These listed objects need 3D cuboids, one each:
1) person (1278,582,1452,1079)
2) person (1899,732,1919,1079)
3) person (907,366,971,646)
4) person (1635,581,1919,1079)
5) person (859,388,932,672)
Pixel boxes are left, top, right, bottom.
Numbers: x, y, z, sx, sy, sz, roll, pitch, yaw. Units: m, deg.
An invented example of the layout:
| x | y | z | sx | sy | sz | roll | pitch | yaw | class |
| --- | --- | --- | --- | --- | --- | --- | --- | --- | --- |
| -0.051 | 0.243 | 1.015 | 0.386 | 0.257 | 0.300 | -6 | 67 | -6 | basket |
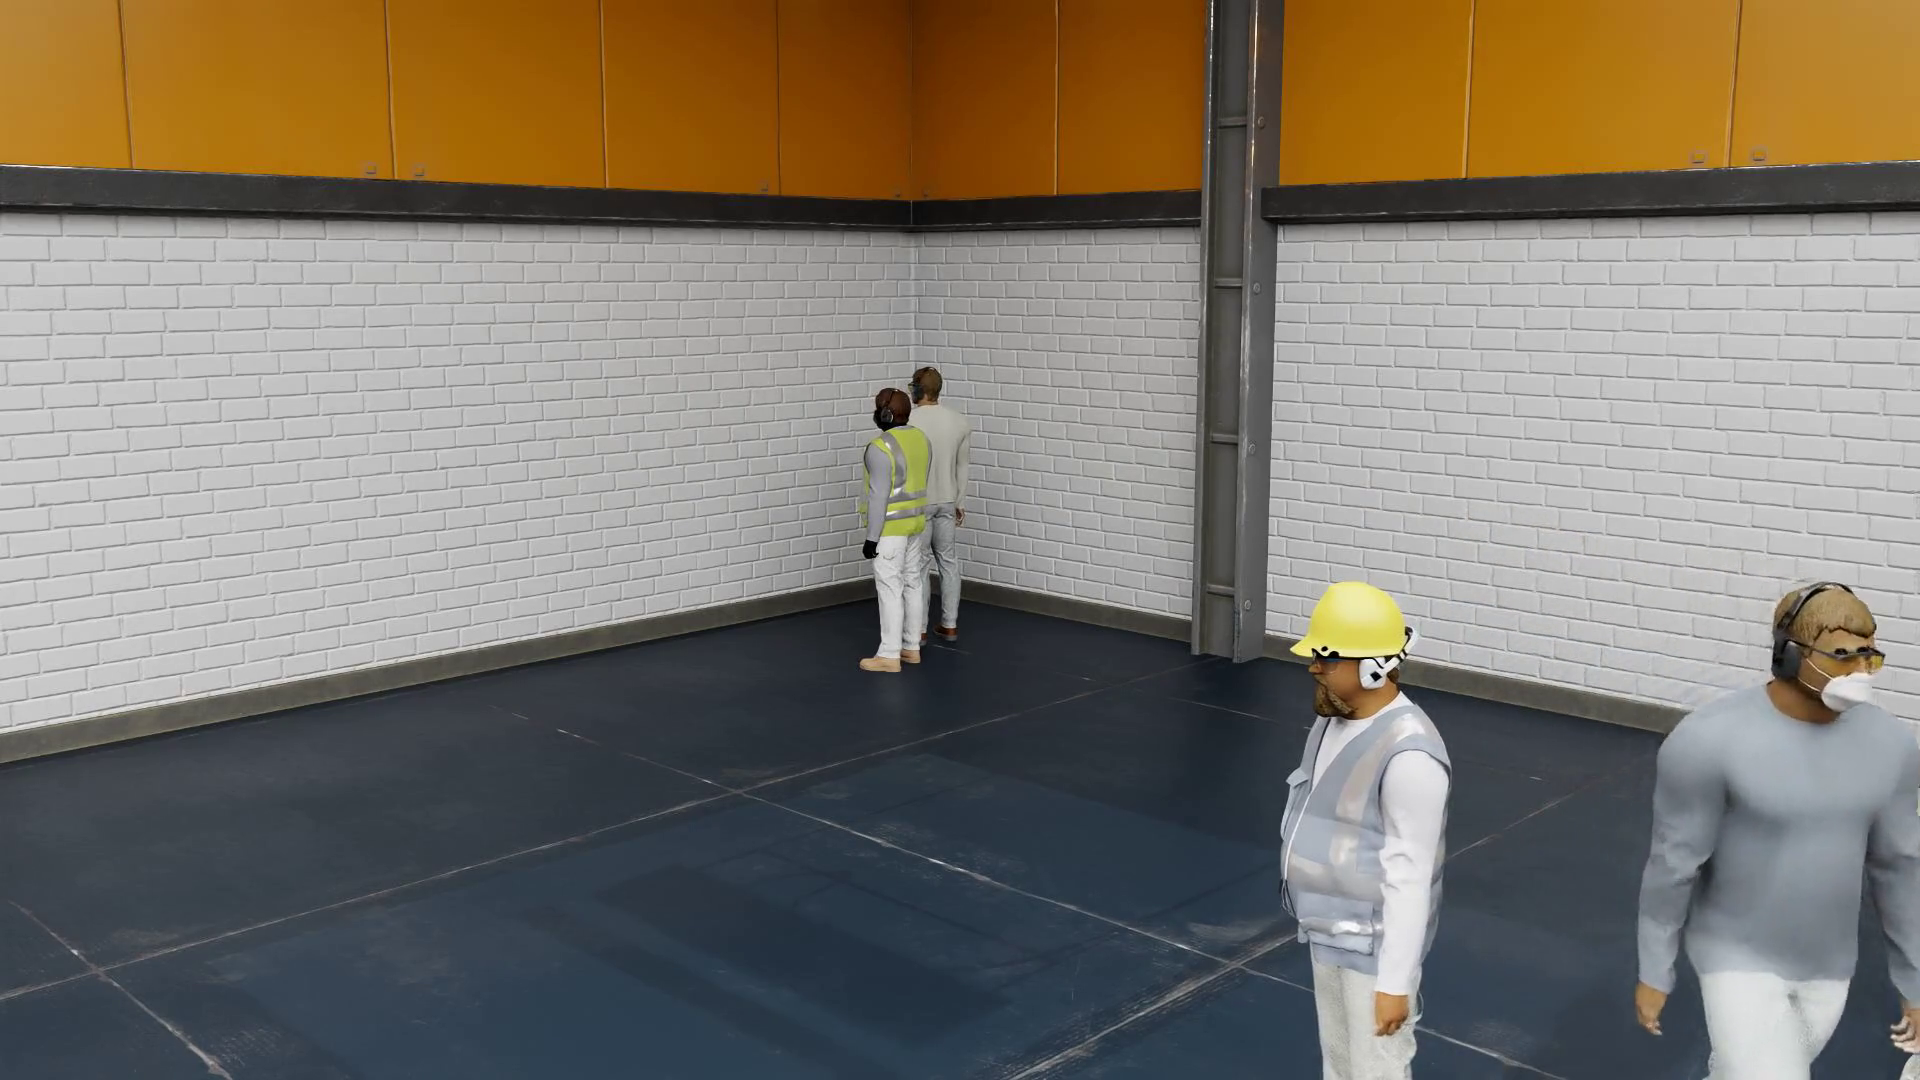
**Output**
| x | y | z | sx | sy | sz | roll | pitch | yaw | class |
| --- | --- | --- | --- | --- | --- | --- | --- | --- | --- |
| 1.025 | 1.008 | 4.304 | 0.403 | 1.826 | 0.596 | -1 | 9 | -9 | person |
| 2.562 | 1.032 | 4.116 | 0.403 | 1.835 | 0.588 | 2 | 9 | 12 | person |
| -0.221 | -0.235 | 11.568 | 0.630 | 1.940 | 0.371 | -6 | 11 | -32 | person |
| 1.978 | 1.039 | 3.884 | 0.646 | 1.887 | 1.039 | -2 | 9 | -13 | person |
| -0.440 | -0.067 | 10.829 | 0.429 | 1.846 | 0.625 | 5 | 11 | 28 | person |
